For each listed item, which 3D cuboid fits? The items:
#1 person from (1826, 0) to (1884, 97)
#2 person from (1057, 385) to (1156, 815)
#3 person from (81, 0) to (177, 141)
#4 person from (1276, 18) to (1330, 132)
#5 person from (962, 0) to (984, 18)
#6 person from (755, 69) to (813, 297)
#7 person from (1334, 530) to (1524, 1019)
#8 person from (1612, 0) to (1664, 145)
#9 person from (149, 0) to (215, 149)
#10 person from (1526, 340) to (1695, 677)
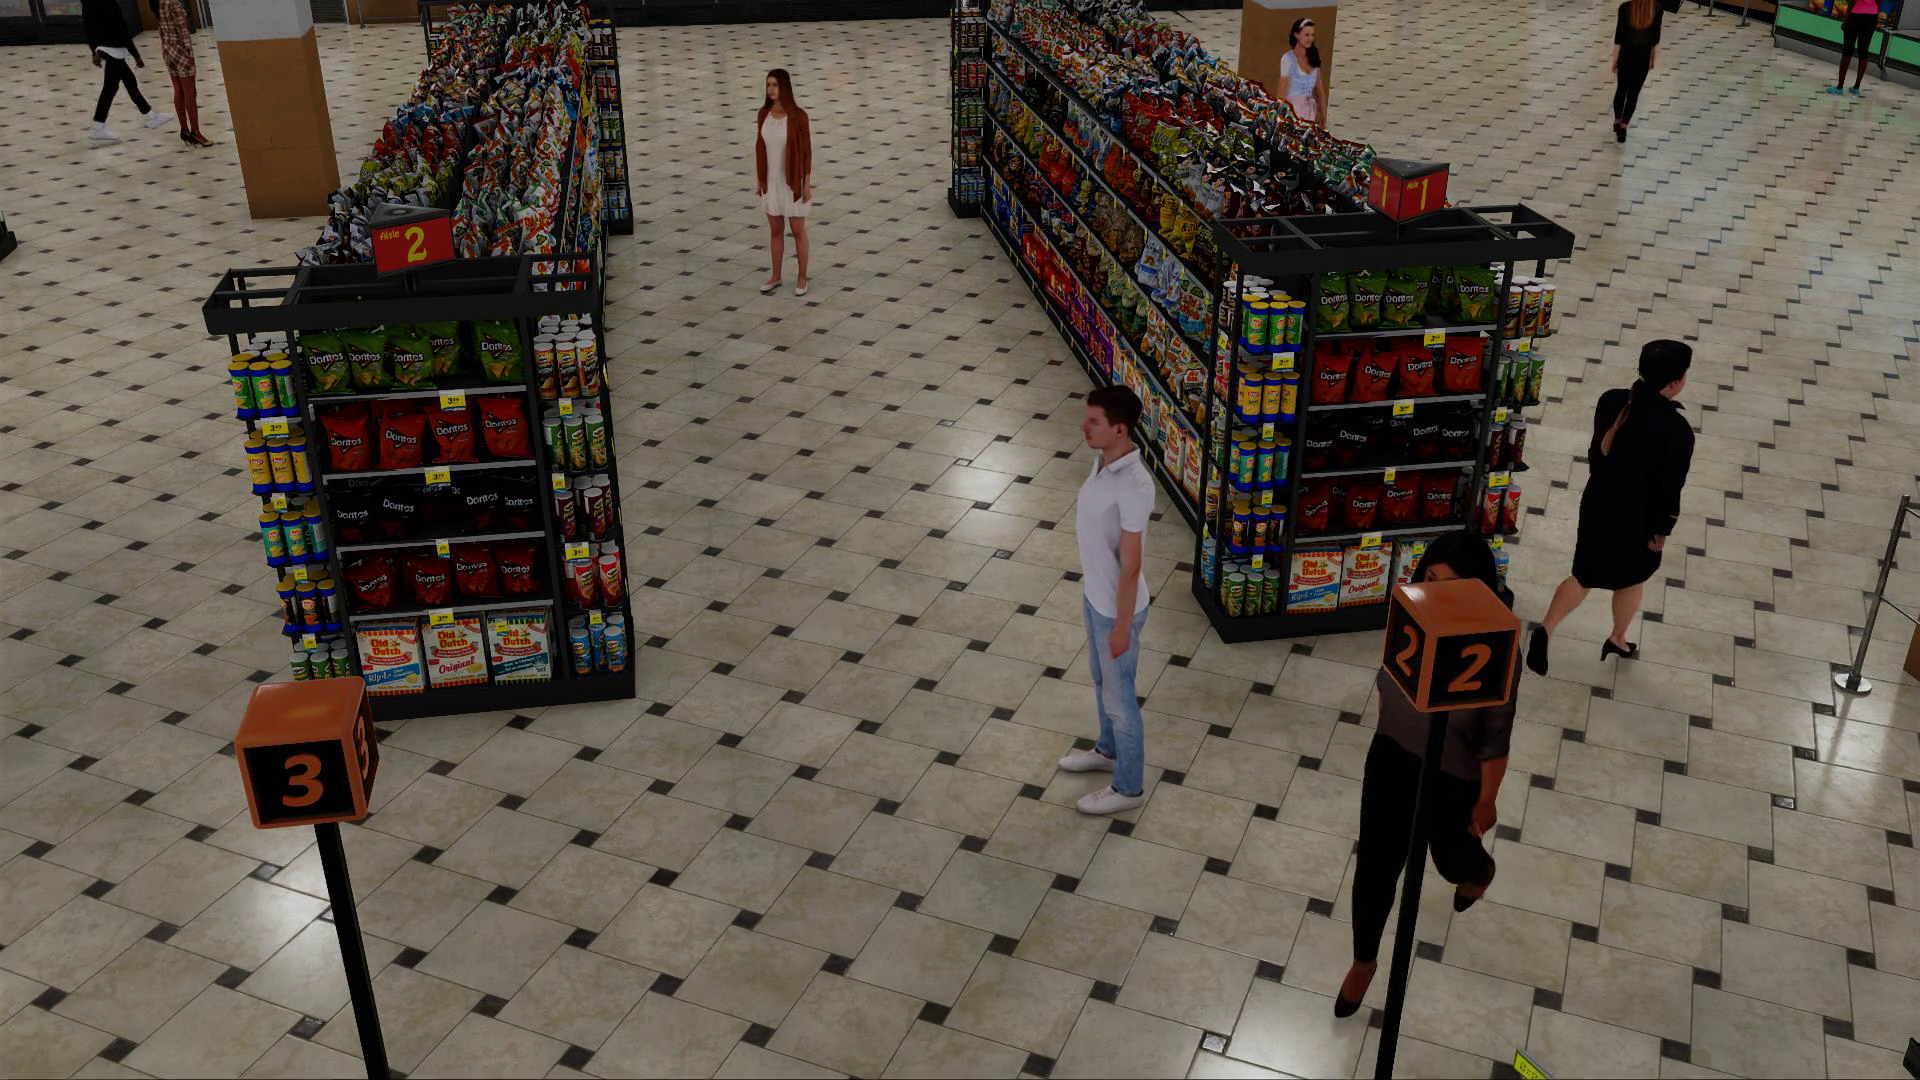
[{"bbox_3d":[10.424,-6.022,19.213,0.577,1.724,0.582,-1,27,-2],"label":"person"},{"bbox_3d":[0.633,0.239,6.728,0.701,1.849,0.460,-4,27,-8],"label":"person"},{"bbox_3d":[-8.836,-4.997,17.141,1.237,1.769,1.266,20,33,34],"label":"person"},{"bbox_3d":[2.800,-3.547,14.266,0.888,1.785,1.108,-16,31,-29],"label":"person"},{"bbox_3d":[0.129,-8.078,23.308,0.925,1.688,0.867,13,30,24],"label":"person"},{"bbox_3d":[-1.348,-2.756,12.775,0.710,1.723,0.725,9,28,17],"label":"person"},{"bbox_3d":[1.662,0.786,5.694,1.123,1.810,1.131,21,33,35],"label":"person"},{"bbox_3d":[6.927,-4.919,17.095,1.055,1.672,1.225,13,29,23],"label":"person"},{"bbox_3d":[-7.975,-4.925,16.973,0.669,1.793,0.738,20,33,33],"label":"person"},{"bbox_3d":[2.961,-0.089,7.603,1.006,1.643,1.070,-18,32,-31],"label":"person"}]
